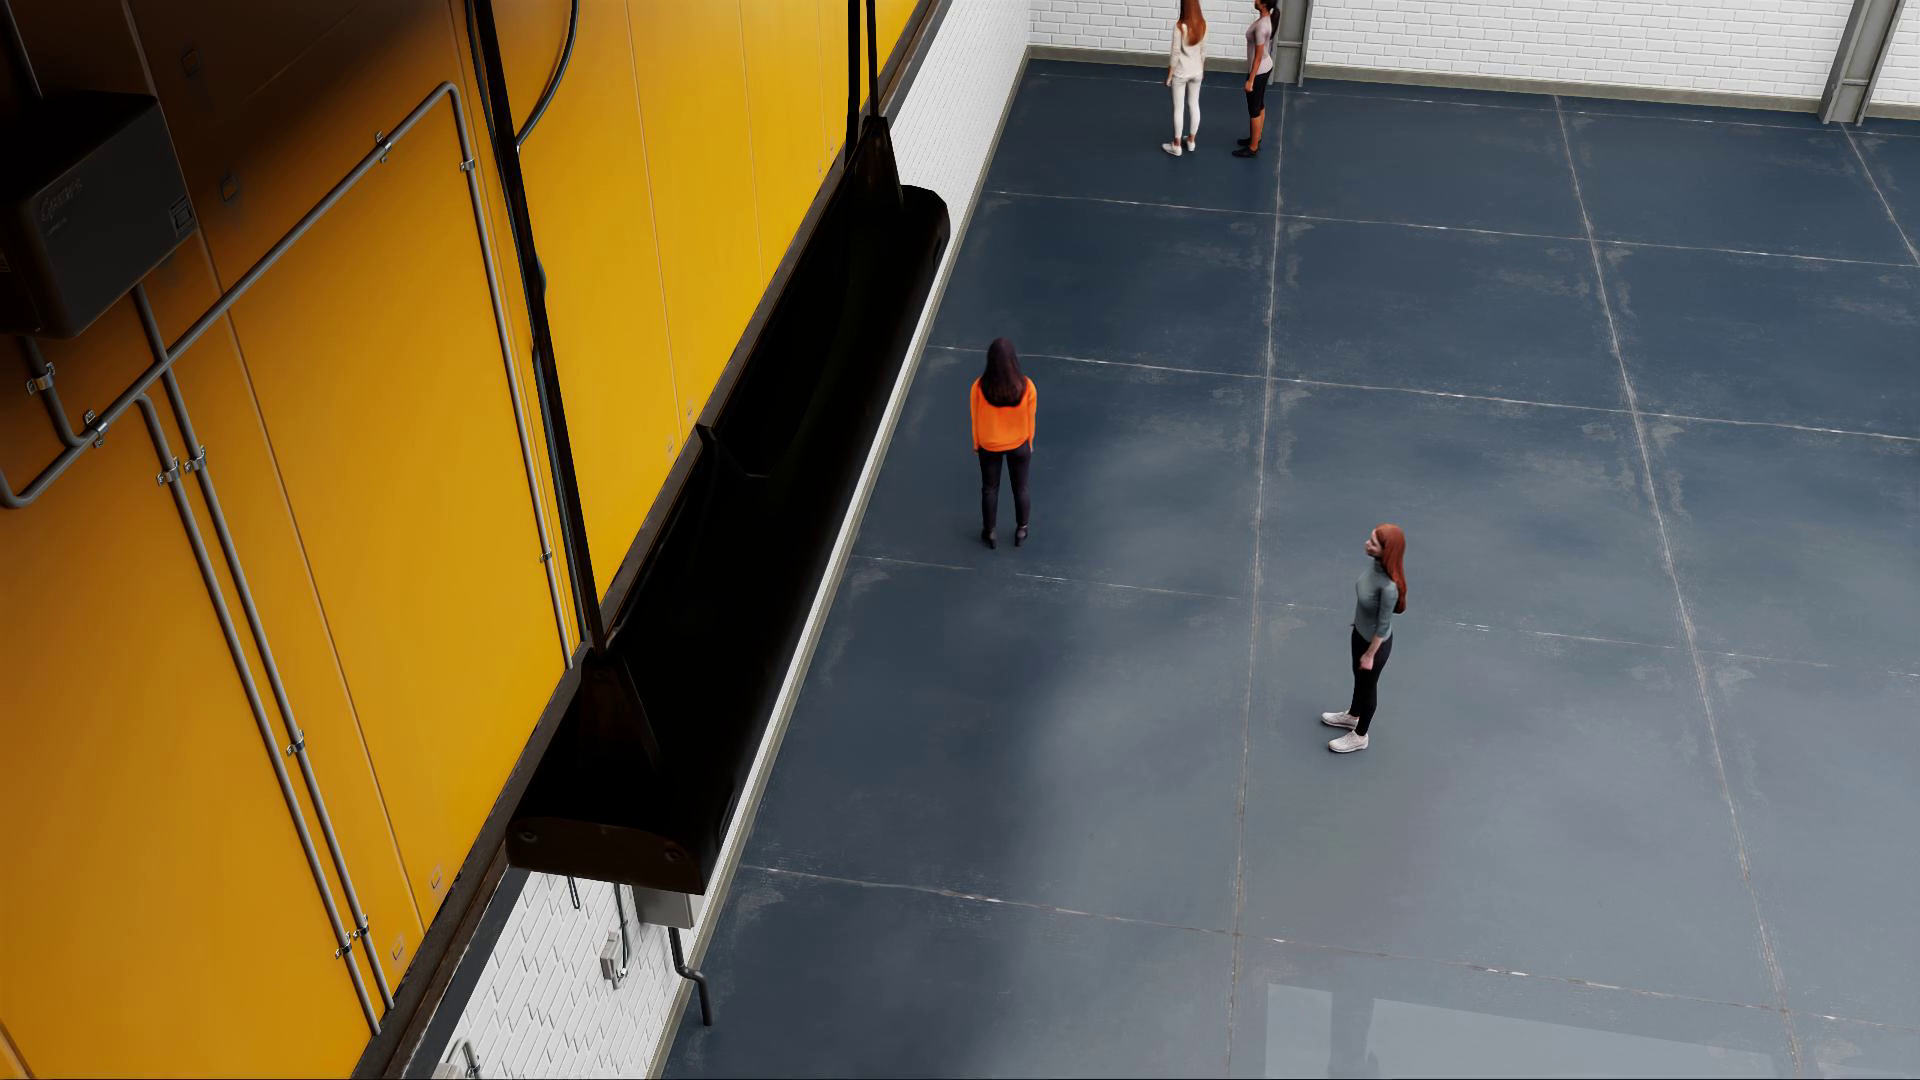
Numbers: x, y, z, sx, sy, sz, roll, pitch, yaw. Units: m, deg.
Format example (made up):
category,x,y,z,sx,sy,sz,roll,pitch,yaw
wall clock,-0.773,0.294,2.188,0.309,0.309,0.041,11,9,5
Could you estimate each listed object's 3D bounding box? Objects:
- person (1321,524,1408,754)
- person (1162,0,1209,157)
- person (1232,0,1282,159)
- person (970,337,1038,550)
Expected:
category,x,y,z,sx,sy,sz,roll,pitch,yaw
person,2.537,0.605,10.282,0.574,1.743,0.600,2,39,2
person,2.329,-4.793,17.069,0.660,1.709,0.748,-17,42,-20
person,3.063,-4.790,17.034,0.595,1.748,0.641,13,40,16
person,0.316,-0.676,11.882,0.549,1.749,0.716,0,39,0
